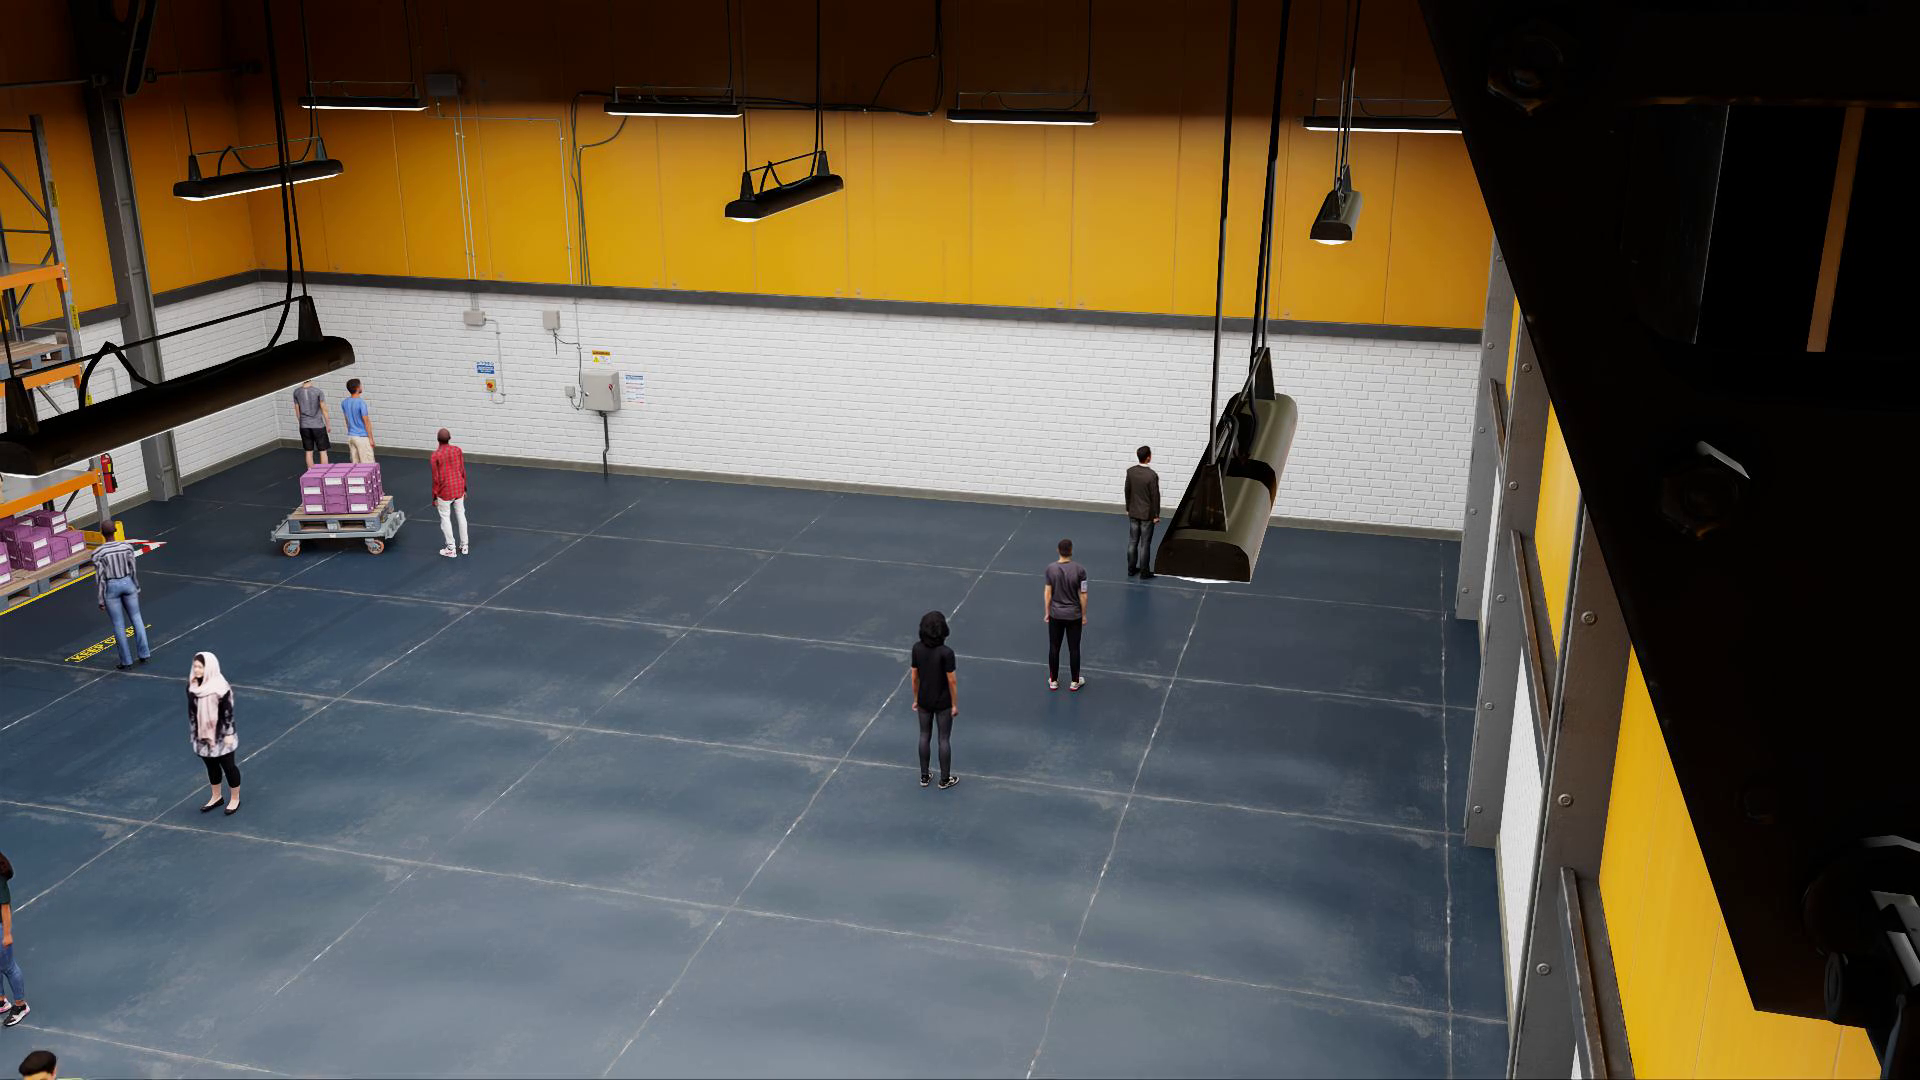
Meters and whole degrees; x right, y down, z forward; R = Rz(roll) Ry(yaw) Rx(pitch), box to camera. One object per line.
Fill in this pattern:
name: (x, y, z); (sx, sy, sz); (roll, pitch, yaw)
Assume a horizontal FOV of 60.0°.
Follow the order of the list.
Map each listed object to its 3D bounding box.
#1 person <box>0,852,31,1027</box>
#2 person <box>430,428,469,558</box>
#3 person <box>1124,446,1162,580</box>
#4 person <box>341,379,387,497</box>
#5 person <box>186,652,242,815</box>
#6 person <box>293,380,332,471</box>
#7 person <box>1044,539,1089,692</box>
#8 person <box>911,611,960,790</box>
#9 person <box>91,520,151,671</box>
person: (-7.380, 2.925, 12.644); (0.601, 1.616, 0.591); (6, 19, 17)
person: (-7.060, -0.677, 23.021); (0.708, 1.819, 0.815); (-16, 25, -40)
person: (2.425, -0.384, 22.177); (0.757, 1.804, 0.711); (16, 24, 39)
person: (-9.243, -1.569, 25.599); (0.688, 1.864, 0.626); (9, 20, 24)
person: (-7.119, 1.822, 15.886); (0.618, 1.637, 0.594); (5, 19, 15)
person: (-10.236, -1.801, 26.277); (0.709, 1.871, 0.641); (0, 19, 1)
person: (1.173, 0.833, 18.623); (0.640, 1.764, 0.550); (4, 19, 12)
person: (-0.257, 1.561, 16.349); (0.667, 1.836, 0.586); (9, 20, 24)
person: (-9.697, 0.625, 19.196); (0.770, 1.794, 0.633); (15, 24, 37)
